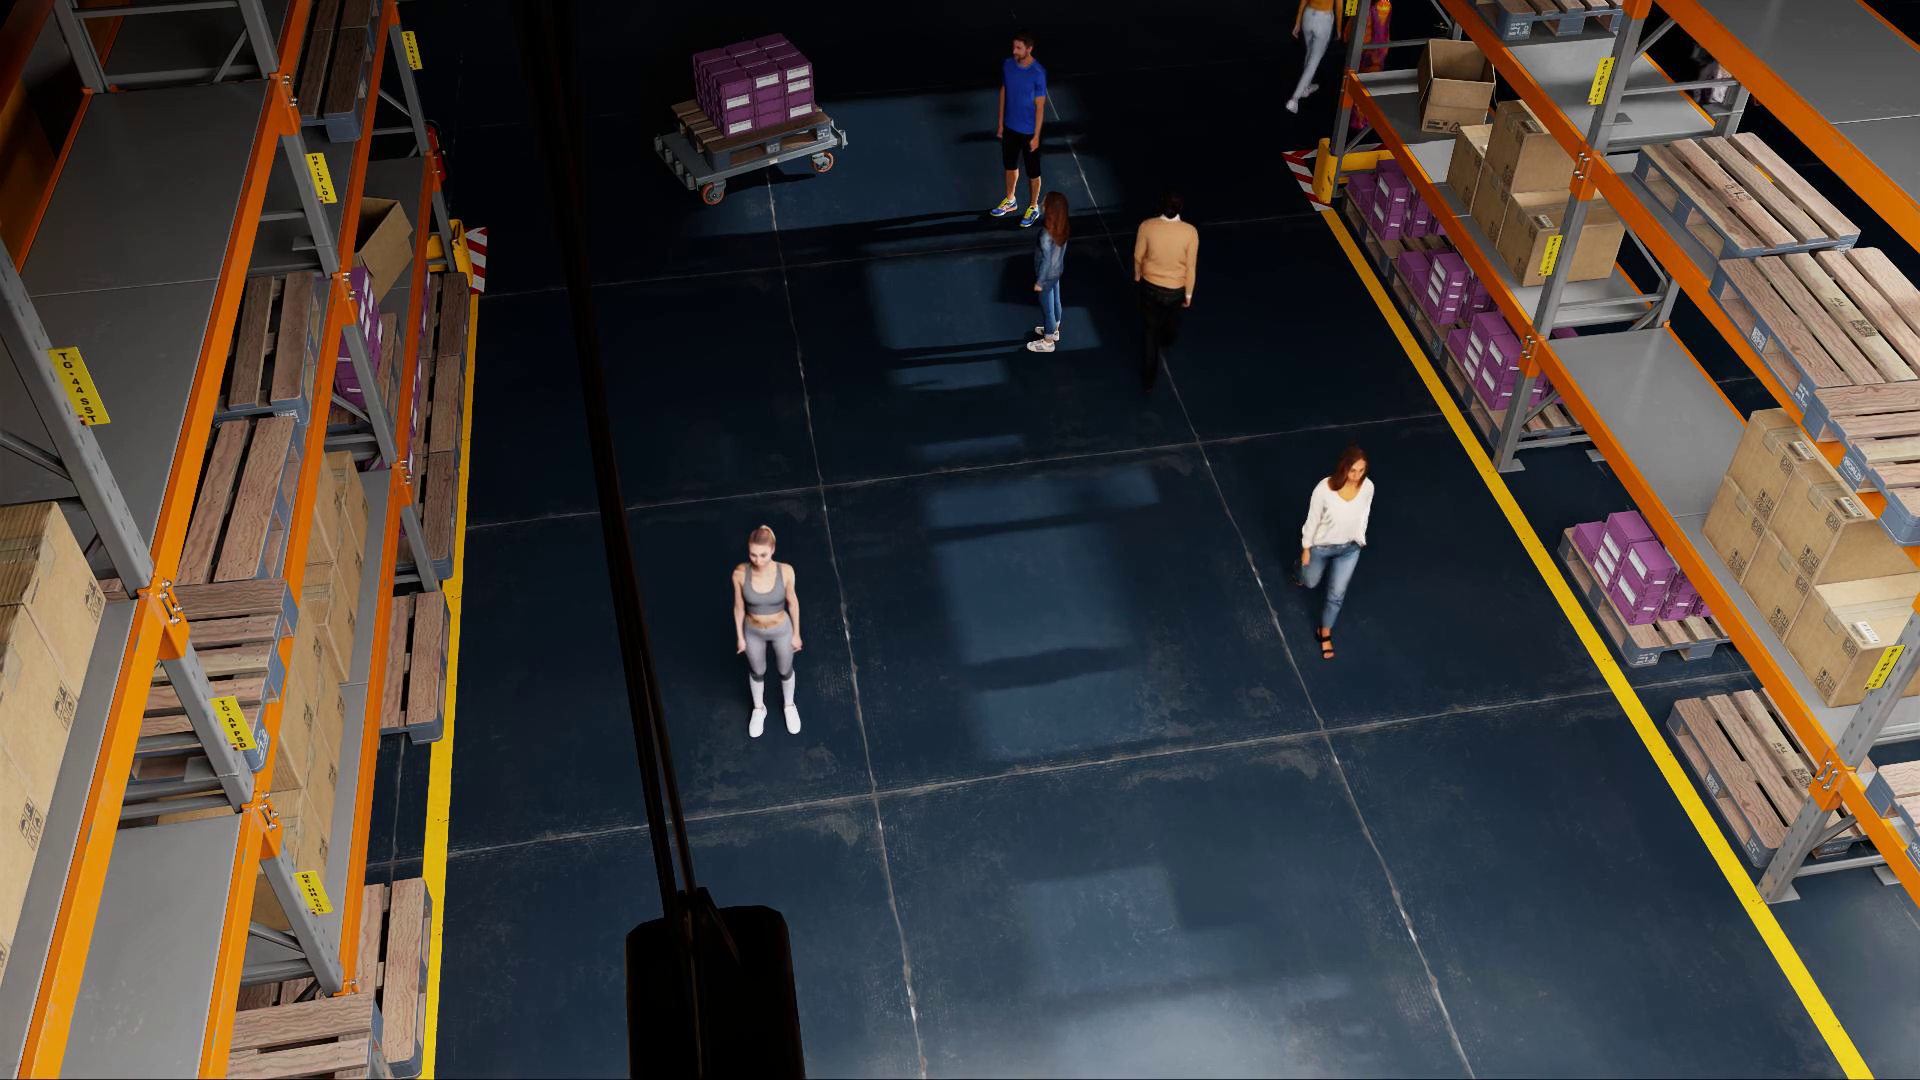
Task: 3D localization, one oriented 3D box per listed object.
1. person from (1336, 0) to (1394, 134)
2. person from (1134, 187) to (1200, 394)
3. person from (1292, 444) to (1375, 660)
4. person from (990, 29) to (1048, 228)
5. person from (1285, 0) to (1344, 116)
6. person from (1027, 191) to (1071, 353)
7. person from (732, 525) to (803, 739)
[{"bbox_3d":[3.967,-4.825,16.203,0.761,1.653,0.564,-10,44,-10],"label":"person"},{"bbox_3d":[1.591,-1.940,13.129,0.955,1.717,1.224,9,44,9],"label":"person"},{"bbox_3d":[2.464,-0.019,11.149,0.664,1.665,0.984,-5,44,-5],"label":"person"},{"bbox_3d":[0.563,-3.706,14.872,0.698,1.869,0.765,28,50,26],"label":"person"},{"bbox_3d":[3.478,-4.996,16.334,1.086,1.720,1.145,26,49,25],"label":"person"},{"bbox_3d":[0.738,-2.198,13.573,0.698,1.477,0.595,15,46,15],"label":"person"},{"bbox_3d":[-1.210,0.572,10.502,0.582,1.702,0.563,-3,44,-3],"label":"person"}]
